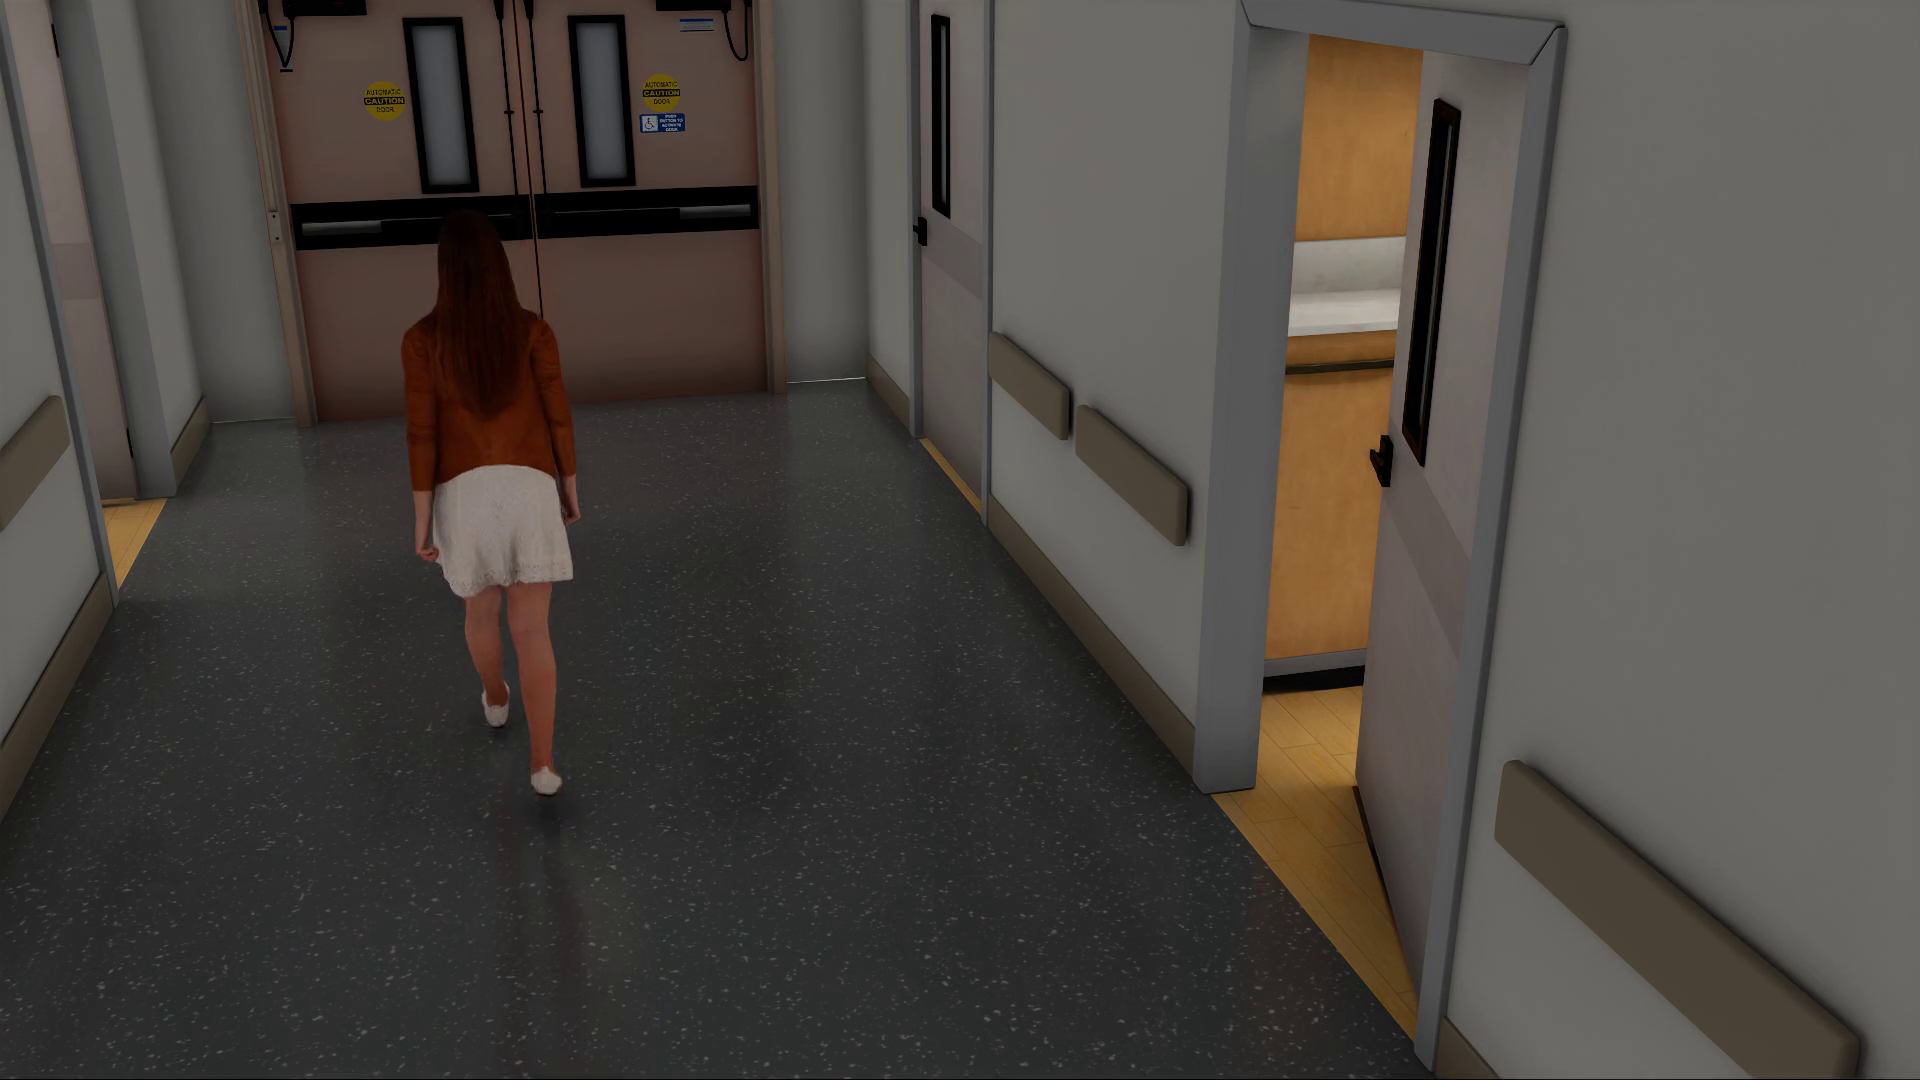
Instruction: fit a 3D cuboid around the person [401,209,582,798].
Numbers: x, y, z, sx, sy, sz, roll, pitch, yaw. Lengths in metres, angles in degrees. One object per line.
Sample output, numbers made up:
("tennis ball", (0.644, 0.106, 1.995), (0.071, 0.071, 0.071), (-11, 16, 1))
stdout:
("person", (-1.324, -0.055, 4.809), (0.625, 1.679, 1.100), (-6, 21, -15))
